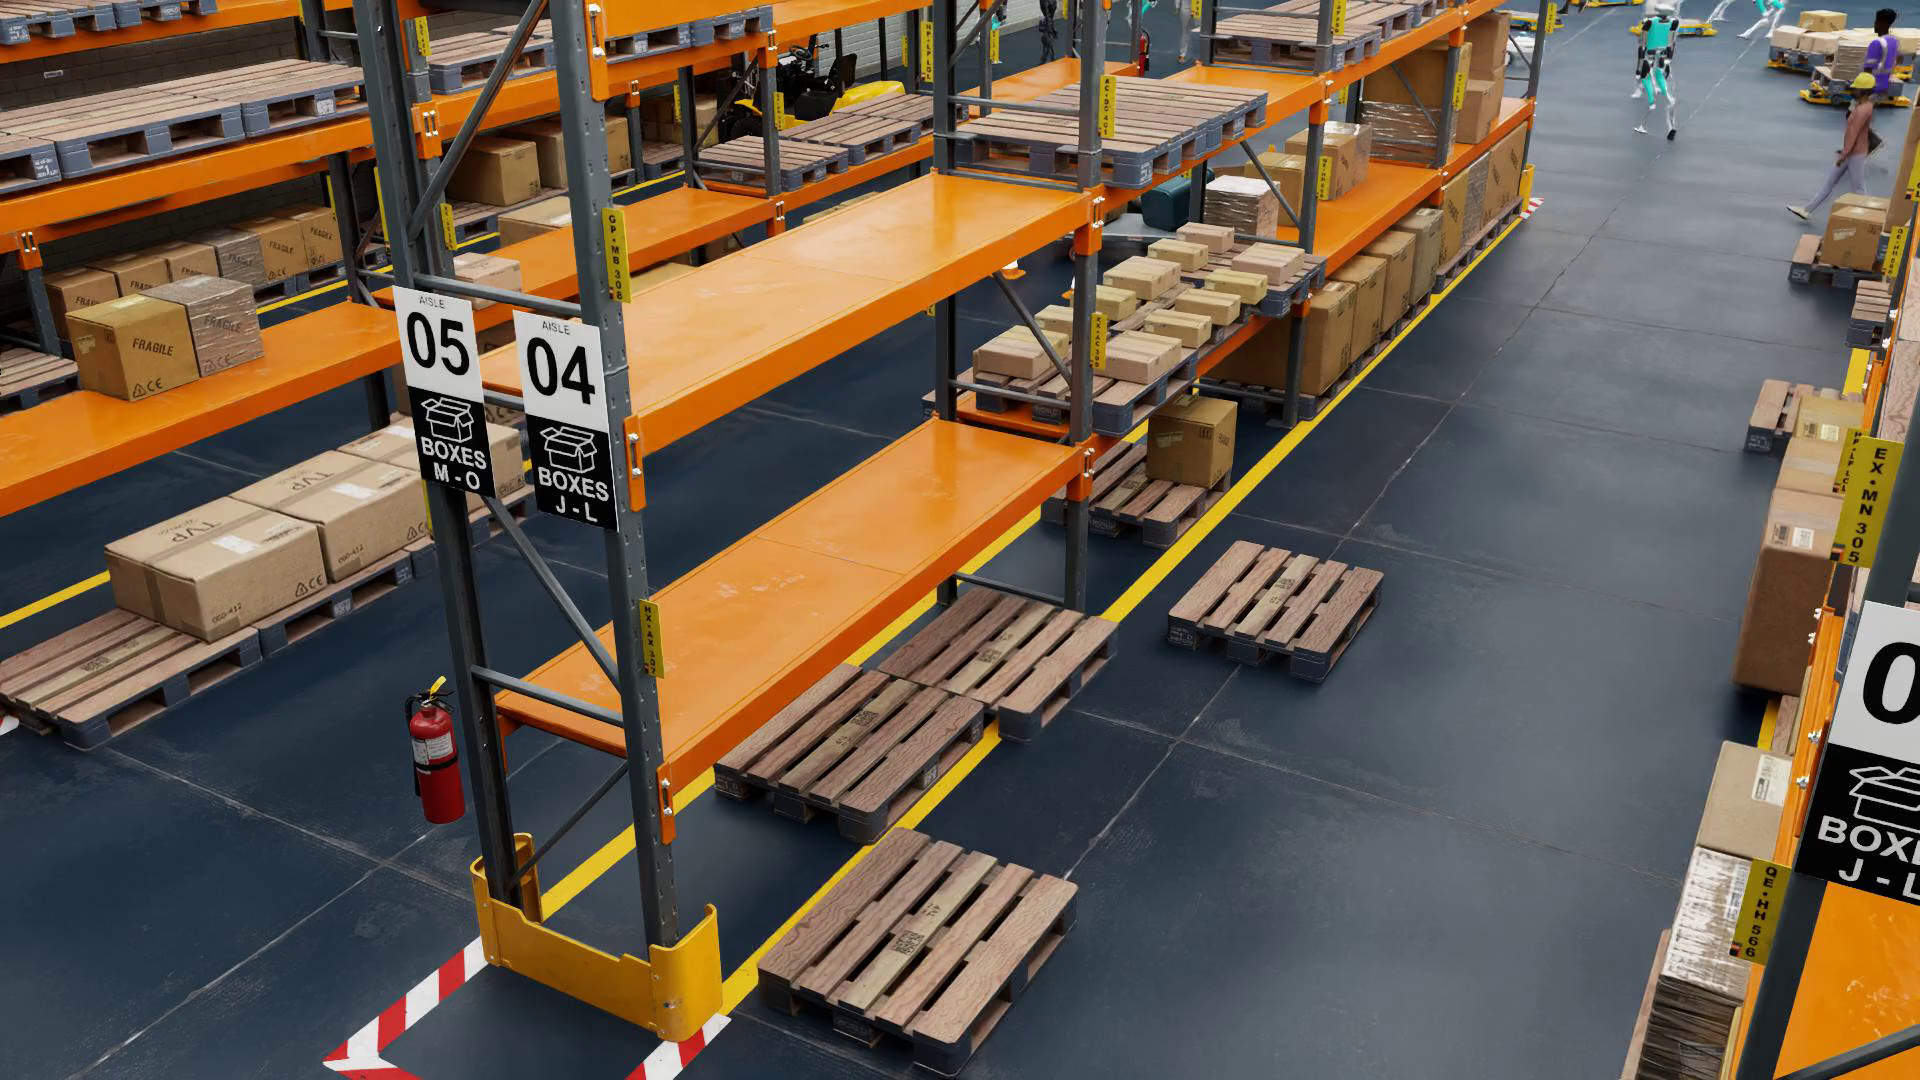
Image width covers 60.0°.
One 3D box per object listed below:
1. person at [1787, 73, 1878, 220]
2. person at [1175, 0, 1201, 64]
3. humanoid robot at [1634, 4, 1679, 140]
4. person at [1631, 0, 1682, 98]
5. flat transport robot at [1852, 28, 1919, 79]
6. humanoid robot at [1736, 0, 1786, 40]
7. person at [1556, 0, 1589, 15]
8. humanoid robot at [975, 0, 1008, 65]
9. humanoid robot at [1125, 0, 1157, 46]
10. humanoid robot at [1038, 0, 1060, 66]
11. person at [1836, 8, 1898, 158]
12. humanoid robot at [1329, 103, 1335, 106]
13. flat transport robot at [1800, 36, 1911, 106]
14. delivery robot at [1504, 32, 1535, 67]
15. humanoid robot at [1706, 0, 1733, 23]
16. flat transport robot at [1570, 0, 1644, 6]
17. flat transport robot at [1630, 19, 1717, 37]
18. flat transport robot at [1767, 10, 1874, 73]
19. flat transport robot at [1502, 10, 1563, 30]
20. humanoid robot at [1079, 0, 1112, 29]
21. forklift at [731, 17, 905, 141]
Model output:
[{"bbox_3d":[9.989,-4.389,18.771,0.907,1.715,0.544,12,28,23],"label":"person"},{"bbox_3d":[3.973,-9.130,28.398,0.623,1.932,0.365,9,27,18],"label":"person"},{"bbox_3d":[9.794,-6.452,23.091,0.551,1.806,0.916,-5,26,-11],"label":"humanoid robot"},{"bbox_3d":[10.843,-7.852,25.804,0.900,1.884,0.603,-23,34,-40],"label":"person"},{"bbox_3d":[15.467,-7.894,27.746,0.659,0.231,1.431,-2,26,-4],"label":"flat transport robot"},{"bbox_3d":[14.799,-10.011,30.440,0.981,1.728,0.560,-7,27,-15],"label":"humanoid robot"},{"bbox_3d":[12.374,-11.495,33.310,0.639,1.940,0.596,19,32,34],"label":"person"},{"bbox_3d":[0.458,-8.788,27.756,0.533,1.677,0.735,14,29,26],"label":"humanoid robot"},{"bbox_3d":[3.256,-9.805,29.969,0.745,1.744,0.531,-14,29,-27],"label":"humanoid robot"},{"bbox_3d":[1.471,-8.193,26.786,0.717,1.640,0.611,4,26,8],"label":"humanoid robot"},{"bbox_3d":[11.956,-5.941,21.754,0.622,1.943,0.545,-21,32,-36],"label":"person"},{"bbox_3d":[5.643,-7.406,25.103,0.359,1.657,0.603,18,31,33],"label":"humanoid robot"},{"bbox_3d":[13.760,-6.841,25.558,1.431,0.231,0.659,5,26,11],"label":"flat transport robot"},{"bbox_3d":[9.547,-8.358,28.387,0.788,0.601,0.499,8,27,17],"label":"delivery robot"},{"bbox_3d":[14.962,-10.979,32.467,0.765,1.785,0.551,3,26,7],"label":"humanoid robot"},{"bbox_3d":[13.650,-11.411,35.053,1.431,0.231,0.659,-10,27,-20],"label":"flat transport robot"},{"bbox_3d":[13.498,-9.672,31.439,1.431,0.231,0.659,-6,26,-13],"label":"flat transport robot"},{"bbox_3d":[14.302,-7.934,27.828,0.659,0.231,1.431,-11,28,-22],"label":"flat transport robot"},{"bbox_3d":[10.913,-10.090,32.309,0.659,0.231,1.431,-20,32,-36],"label":"flat transport robot"},{"bbox_3d":[2.215,-8.491,27.358,0.532,1.854,0.660,2,26,4],"label":"humanoid robot"},{"bbox_3d":[-1.819,-5.975,21.543,2.313,2.155,1.214,14,29,26],"label":"forklift"}]
